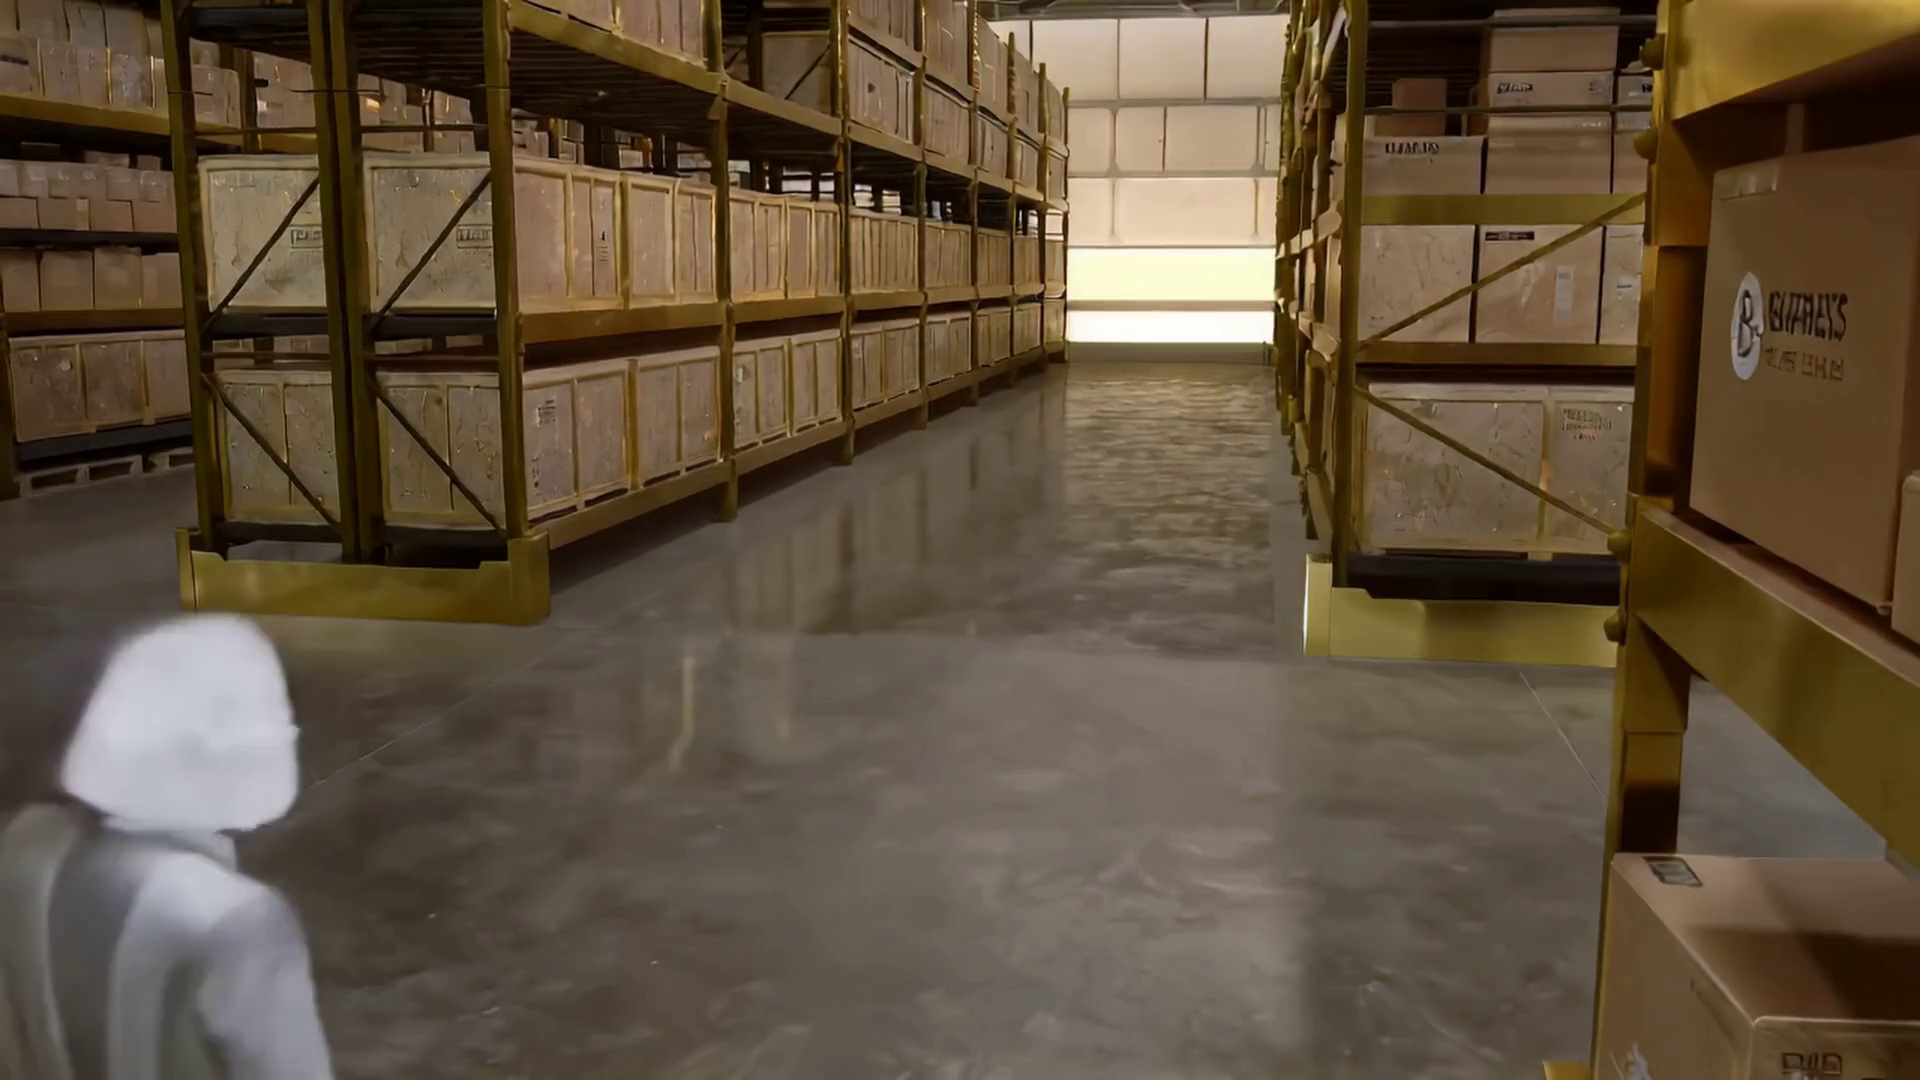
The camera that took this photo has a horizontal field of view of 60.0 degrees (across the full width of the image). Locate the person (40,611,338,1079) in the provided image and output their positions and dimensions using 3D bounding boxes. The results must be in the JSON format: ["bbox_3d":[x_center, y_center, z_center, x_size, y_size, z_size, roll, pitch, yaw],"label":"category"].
[{"bbox_3d":[-0.906,0.889,2.084,0.500,1.618,0.500,-9,13,-44],"label":"person"}]
